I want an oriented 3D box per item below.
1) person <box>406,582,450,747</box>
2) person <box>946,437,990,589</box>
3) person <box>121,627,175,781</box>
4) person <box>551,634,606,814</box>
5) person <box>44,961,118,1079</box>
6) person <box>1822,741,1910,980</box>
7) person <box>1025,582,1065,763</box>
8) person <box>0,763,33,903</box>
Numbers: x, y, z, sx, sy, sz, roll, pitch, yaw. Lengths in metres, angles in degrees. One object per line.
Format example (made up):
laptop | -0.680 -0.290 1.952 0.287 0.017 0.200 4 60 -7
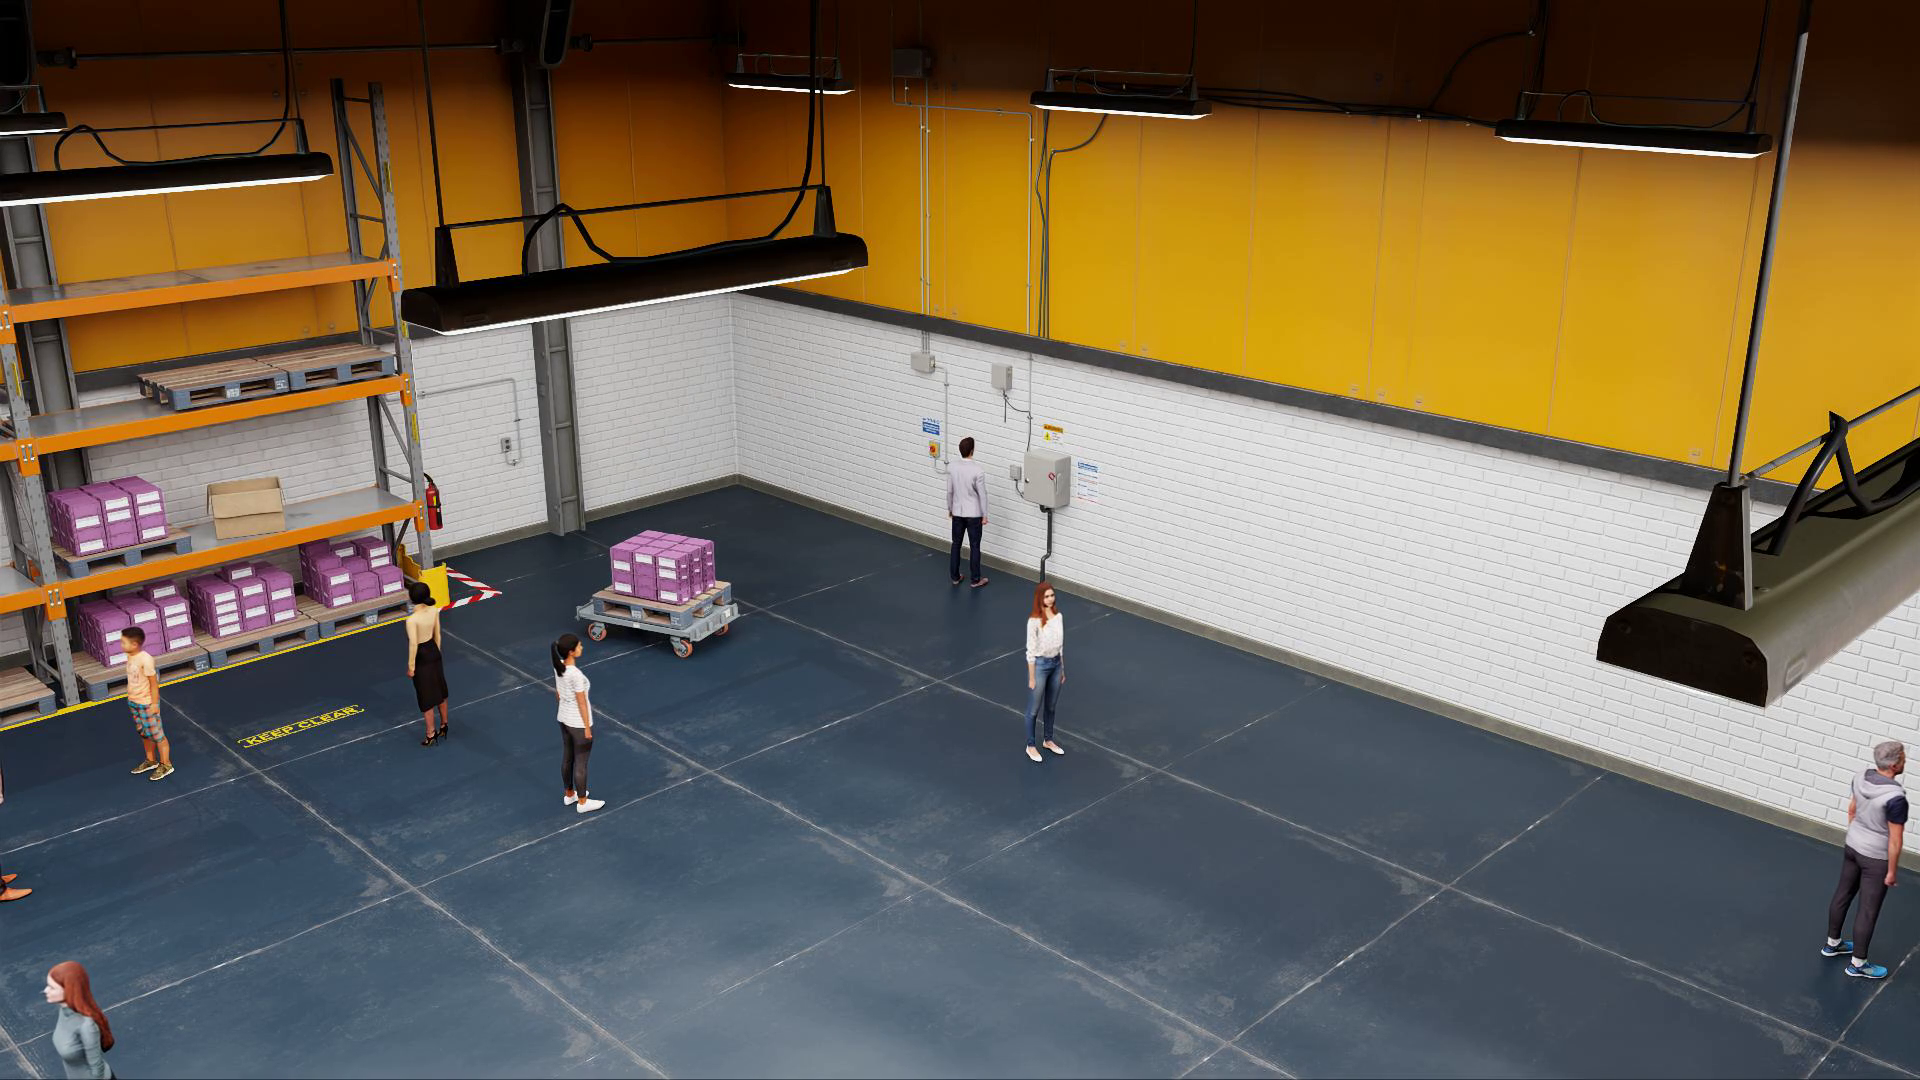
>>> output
person | -5.116 1.177 15.947 0.704 1.653 0.586 8 20 23
person | 0.079 -0.346 20.157 0.746 1.851 0.686 9 21 25
person | -7.523 1.481 15.345 0.574 1.460 0.550 11 22 30
person | -3.409 1.599 14.703 0.533 1.646 0.575 -16 24 -39
person | -5.072 3.224 9.728 0.557 1.742 0.592 -15 24 -37
person | 6.702 2.320 12.277 0.787 1.829 0.762 -2 19 -6
person | 0.794 1.219 15.704 0.503 1.728 0.668 -13 22 -33
person | -7.829 2.011 13.228 0.583 1.807 0.675 -16 25 -40
